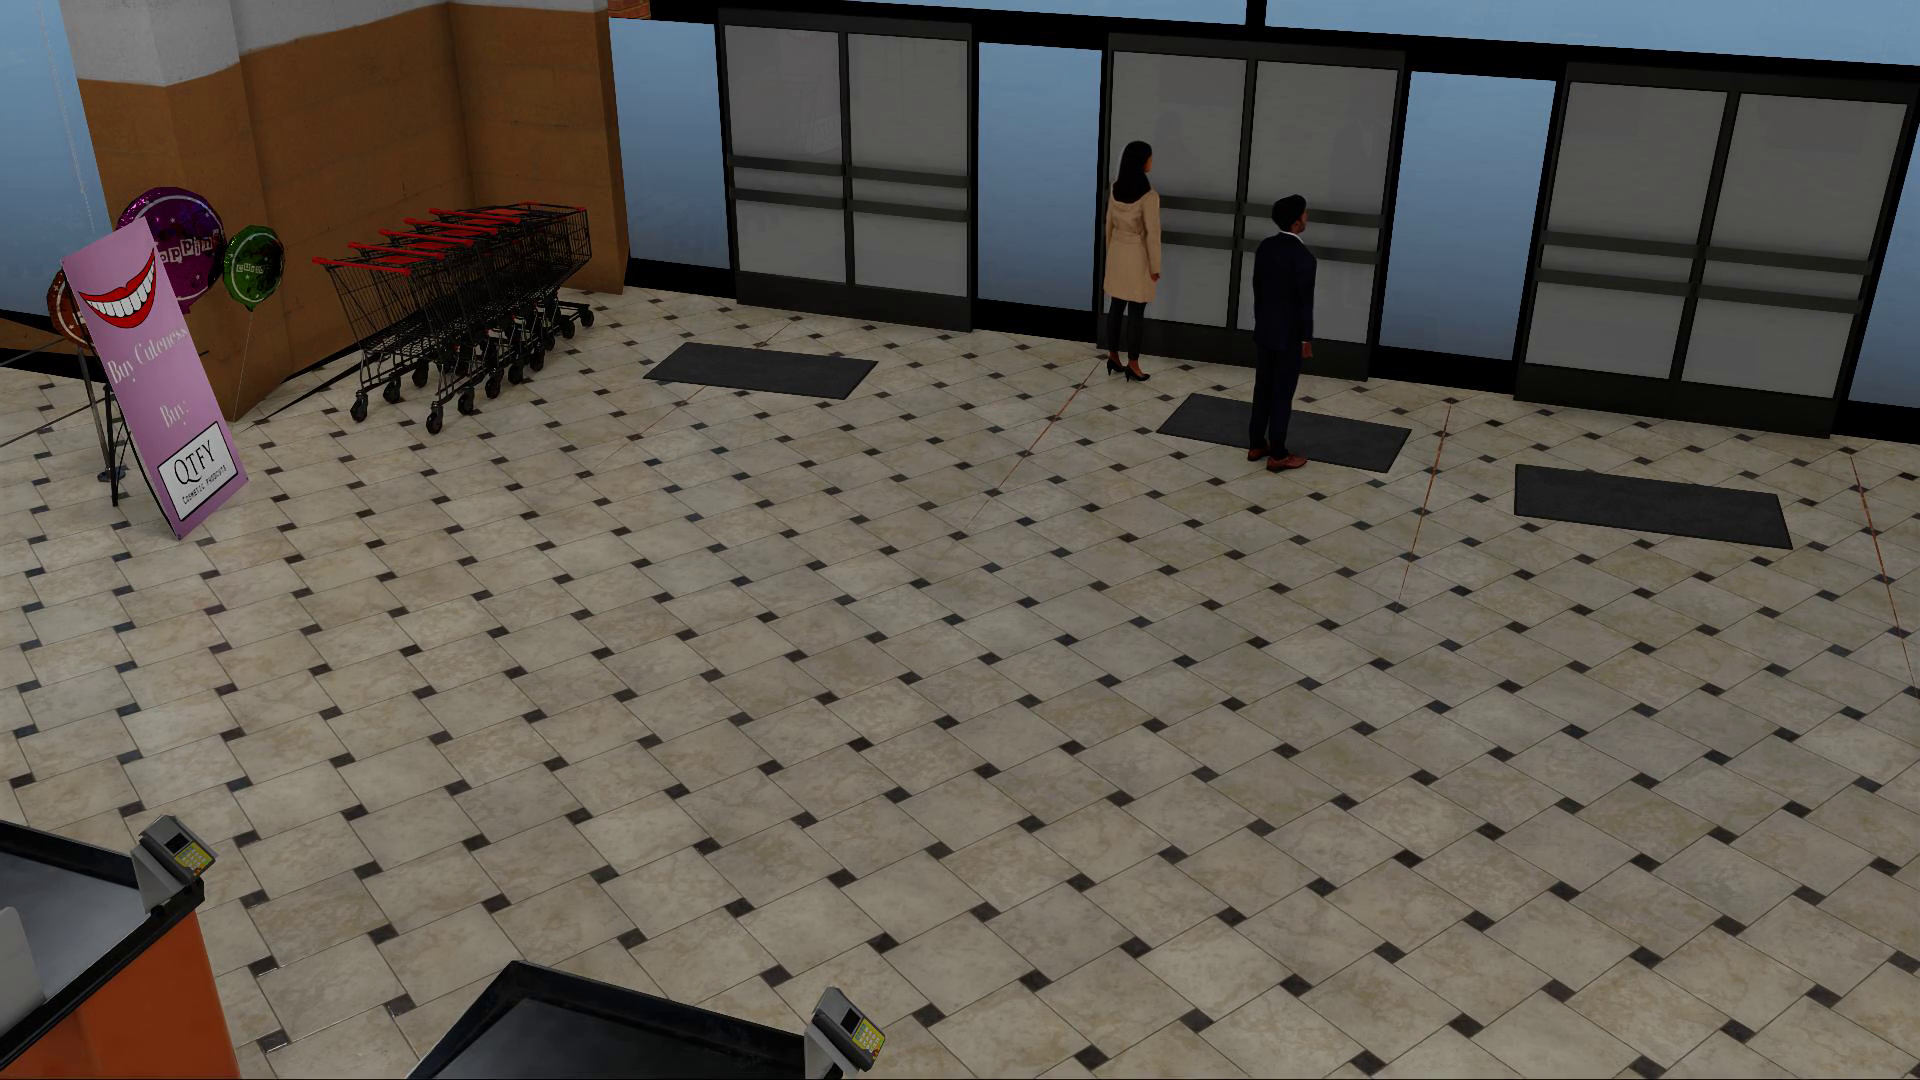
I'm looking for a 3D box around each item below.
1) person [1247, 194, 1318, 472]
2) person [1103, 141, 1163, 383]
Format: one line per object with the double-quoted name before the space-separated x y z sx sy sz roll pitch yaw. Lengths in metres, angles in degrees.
"person" 1.968 -1.273 10.238 0.740 1.727 0.710 -16 31 -28
"person" 1.193 -1.936 11.595 0.722 1.680 0.727 -20 33 -34
